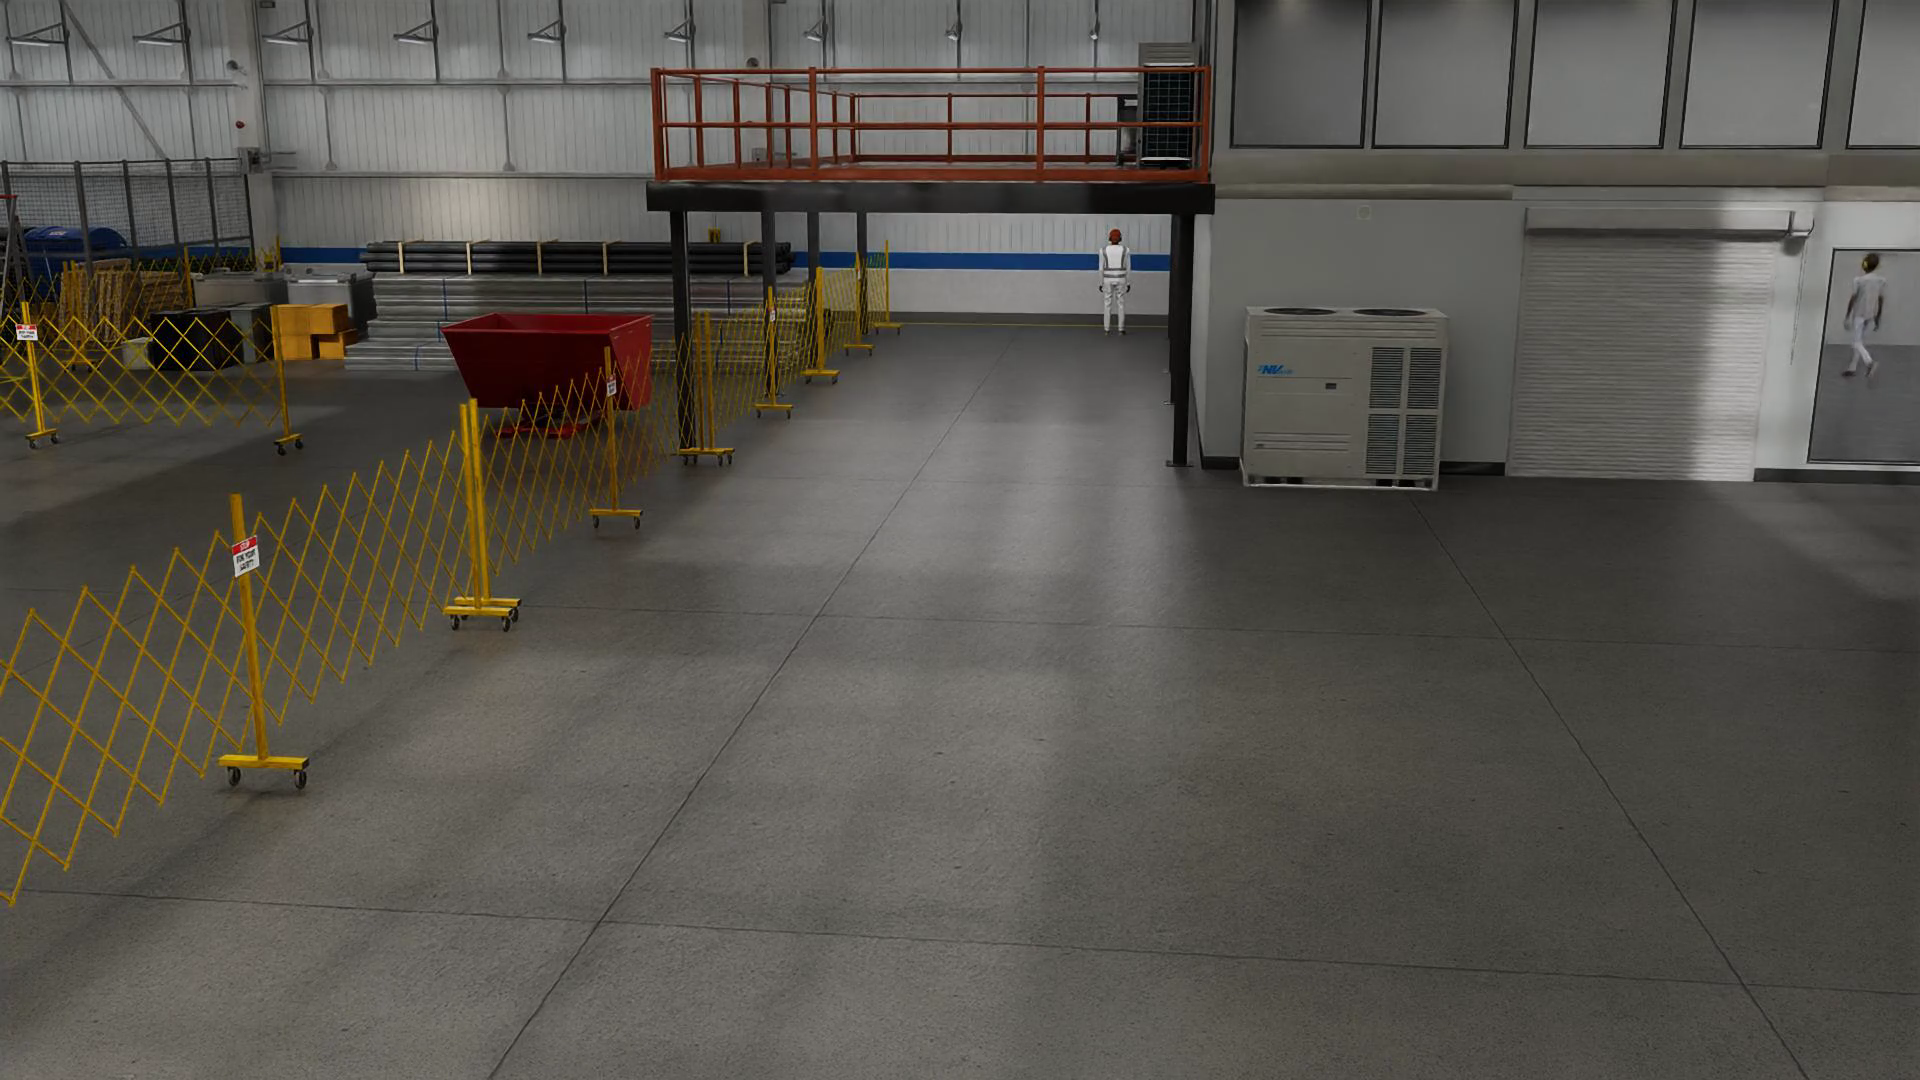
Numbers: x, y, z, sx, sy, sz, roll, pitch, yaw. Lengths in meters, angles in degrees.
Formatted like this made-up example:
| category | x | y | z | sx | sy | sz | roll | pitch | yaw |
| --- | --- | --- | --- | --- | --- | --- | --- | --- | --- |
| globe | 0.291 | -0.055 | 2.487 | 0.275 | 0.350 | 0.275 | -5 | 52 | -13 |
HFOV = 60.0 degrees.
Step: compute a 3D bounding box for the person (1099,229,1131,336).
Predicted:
| category | x | y | z | sx | sy | sz | roll | pitch | yaw |
| --- | --- | --- | --- | --- | --- | --- | --- | --- | --- |
| person | 2.751 | -4.572 | 29.562 | 0.575 | 1.883 | 0.355 | 2 | 14 | 7 |
